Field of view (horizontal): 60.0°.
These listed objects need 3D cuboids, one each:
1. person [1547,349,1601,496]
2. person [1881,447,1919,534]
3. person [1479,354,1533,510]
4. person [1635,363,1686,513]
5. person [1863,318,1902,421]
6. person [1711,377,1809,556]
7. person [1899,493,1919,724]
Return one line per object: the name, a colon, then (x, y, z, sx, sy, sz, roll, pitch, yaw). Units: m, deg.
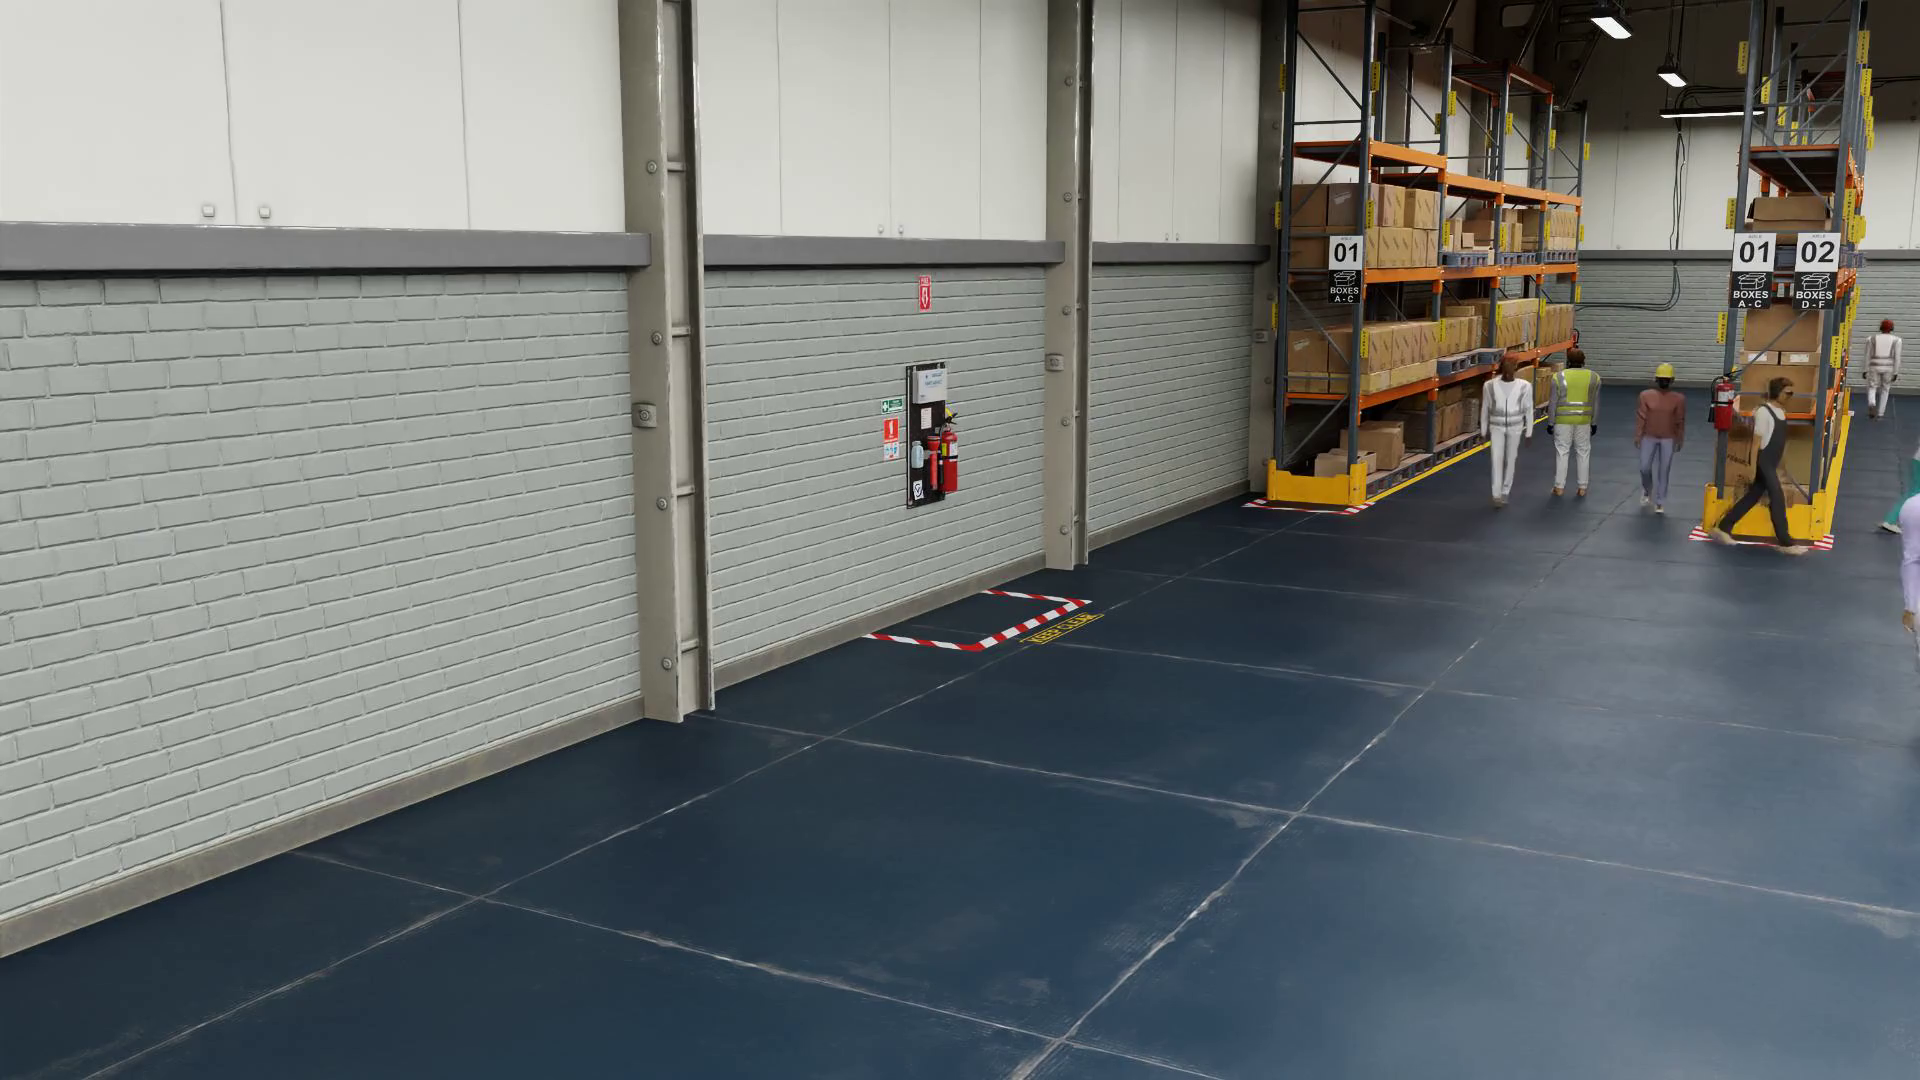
person: (7.674, -1.472, 20.839, 0.627, 1.843, 0.429, 1, 10, 7)
person: (10.269, -0.863, 17.649, 0.533, 1.711, 0.757, -6, 12, -33)
person: (6.508, -1.289, 19.814, 0.597, 1.829, 0.974, 3, 10, 17)
person: (8.174, -1.192, 19.430, 0.542, 1.755, 0.383, 4, 11, 23)
person: (16.715, -3.080, 30.166, 0.589, 1.871, 0.577, 6, 11, 30)
person: (8.158, -0.772, 16.910, 0.520, 1.795, 0.989, -9, 13, -44)
person: (5.947, 0.350, 10.025, 0.641, 1.908, 0.878, 3, 10, 17)
